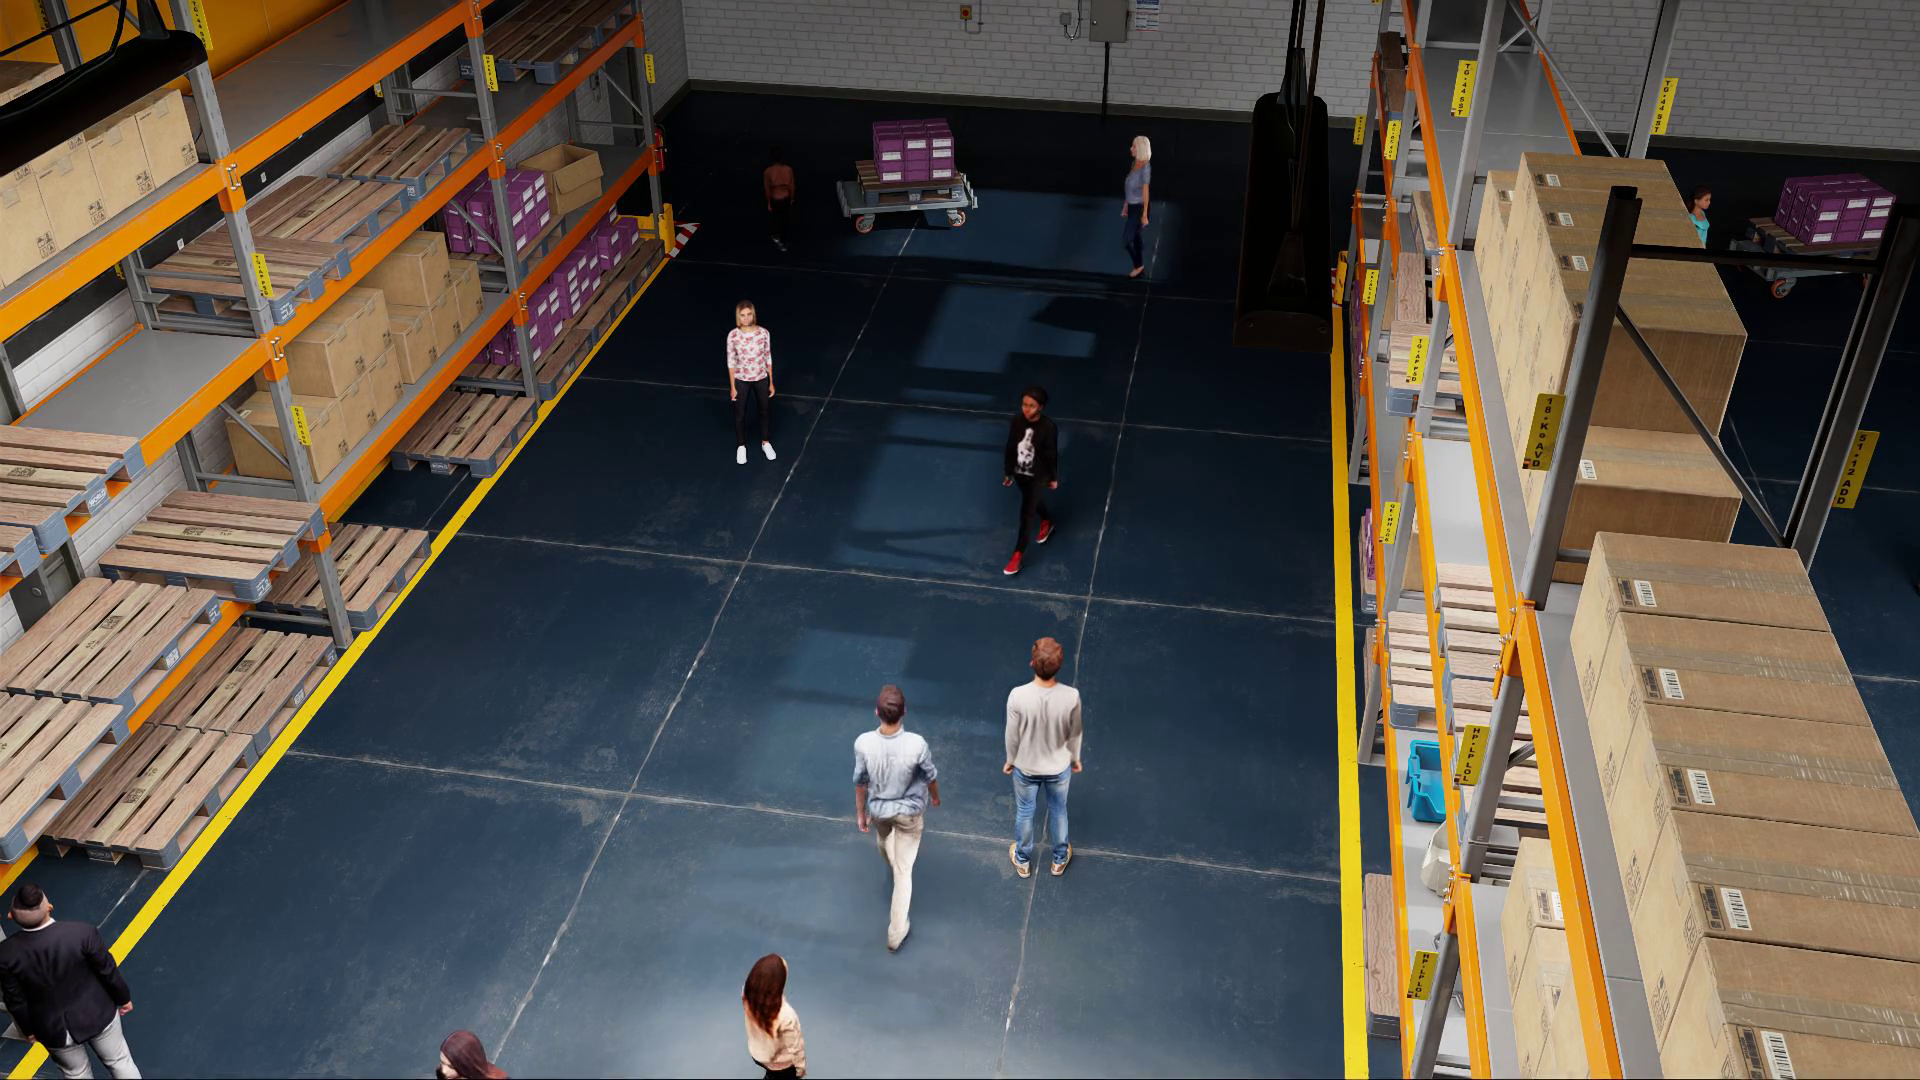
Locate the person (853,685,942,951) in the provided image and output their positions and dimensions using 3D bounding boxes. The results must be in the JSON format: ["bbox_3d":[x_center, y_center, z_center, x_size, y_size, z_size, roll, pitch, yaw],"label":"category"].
[{"bbox_3d":[-0.418,1.778,10.436,0.691,1.803,1.168,7,34,11],"label":"person"}]

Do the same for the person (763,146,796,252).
[{"bbox_3d":[-2.127,-4.020,19.672,0.664,1.236,0.803,-5,34,-7],"label":"person"}]

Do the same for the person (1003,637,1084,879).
[{"bbox_3d":[0.541,1.439,10.855,0.712,1.904,0.636,-1,34,-1],"label":"person"}]

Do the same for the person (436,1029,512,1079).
[{"bbox_3d":[-2.457,3.088,8.656,0.751,1.592,0.992,14,36,20],"label":"person"}]

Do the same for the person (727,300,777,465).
[{"bbox_3d":[-1.947,-1.493,15.512,0.646,1.632,0.646,-10,35,-14],"label":"person"}]

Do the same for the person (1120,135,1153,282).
[{"bbox_3d":[2.092,-3.750,18.831,0.745,1.716,0.618,-7,34,-10],"label":"person"}]

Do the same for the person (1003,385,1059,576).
[{"bbox_3d":[0.641,-0.587,14.150,0.888,1.631,1.188,18,38,25],"label":"person"}]

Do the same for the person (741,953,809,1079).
[{"bbox_3d":[-1.060,2.837,9.140,0.760,1.475,0.848,26,41,33],"label":"person"}]

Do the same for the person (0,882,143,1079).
[{"bbox_3d":[-4.855,2.578,9.101,0.797,1.950,0.814,-16,37,-22],"label":"person"}]

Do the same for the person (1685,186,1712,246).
[{"bbox_3d":[7.856,-3.083,17.971,0.697,1.558,0.606,23,40,31],"label":"person"}]
